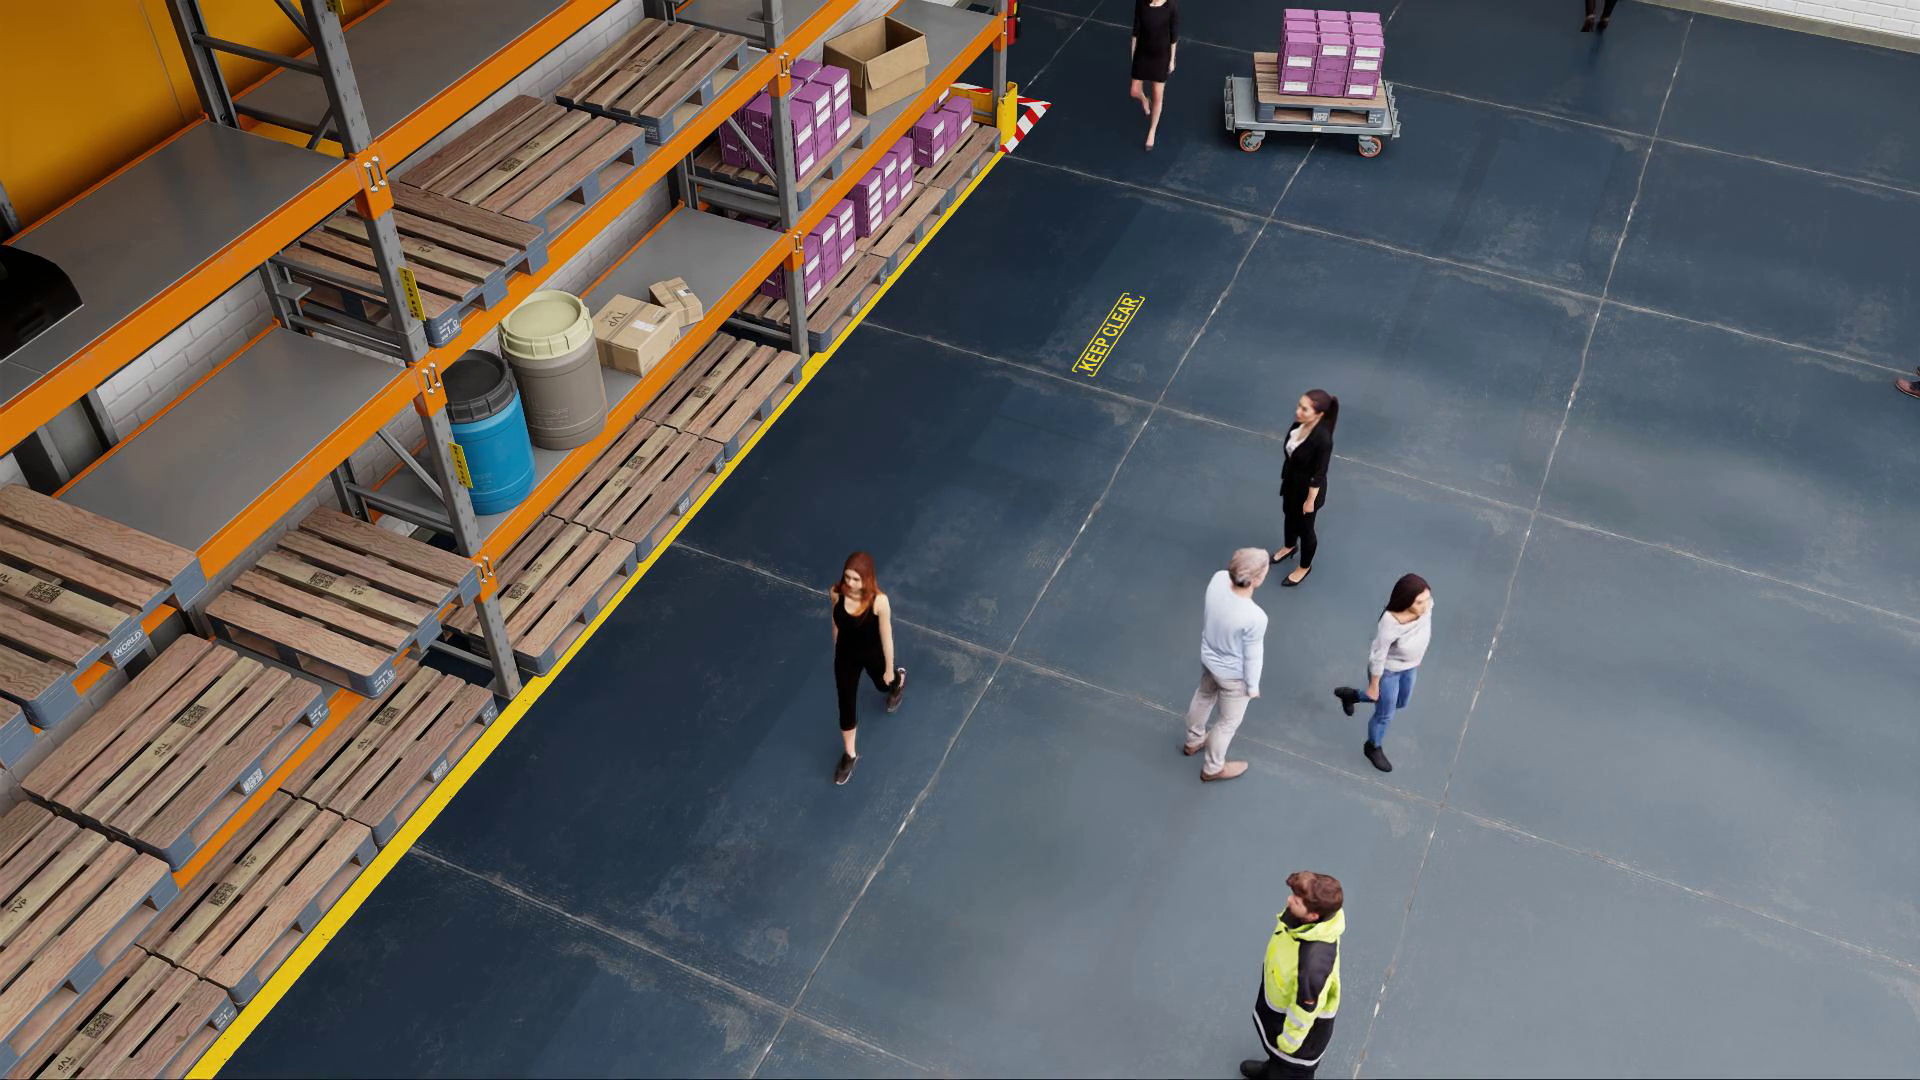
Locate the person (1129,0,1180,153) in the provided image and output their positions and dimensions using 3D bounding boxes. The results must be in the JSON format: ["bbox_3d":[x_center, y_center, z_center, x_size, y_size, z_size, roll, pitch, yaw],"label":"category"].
[{"bbox_3d":[1.852,-4.566,15.700,0.620,1.792,0.730,15,46,16],"label":"person"}]

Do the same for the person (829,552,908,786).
[{"bbox_3d":[-0.547,0.667,10.280,0.638,1.692,1.141,14,45,14],"label":"person"}]

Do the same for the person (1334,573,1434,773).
[{"bbox_3d":[2.609,0.756,10.243,0.866,1.614,0.873,-28,50,-26],"label":"person"}]

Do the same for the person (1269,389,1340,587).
[{"bbox_3d":[2.365,-0.383,11.406,0.737,1.658,0.662,-10,45,-11],"label":"person"}]

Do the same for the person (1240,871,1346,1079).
[{"bbox_3d":[1.706,2.312,8.343,0.903,1.981,0.722,4,44,4],"label":"person"}]

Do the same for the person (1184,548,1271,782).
[{"bbox_3d":[1.606,0.754,10.046,0.793,1.888,0.753,-19,47,-19],"label":"person"}]
